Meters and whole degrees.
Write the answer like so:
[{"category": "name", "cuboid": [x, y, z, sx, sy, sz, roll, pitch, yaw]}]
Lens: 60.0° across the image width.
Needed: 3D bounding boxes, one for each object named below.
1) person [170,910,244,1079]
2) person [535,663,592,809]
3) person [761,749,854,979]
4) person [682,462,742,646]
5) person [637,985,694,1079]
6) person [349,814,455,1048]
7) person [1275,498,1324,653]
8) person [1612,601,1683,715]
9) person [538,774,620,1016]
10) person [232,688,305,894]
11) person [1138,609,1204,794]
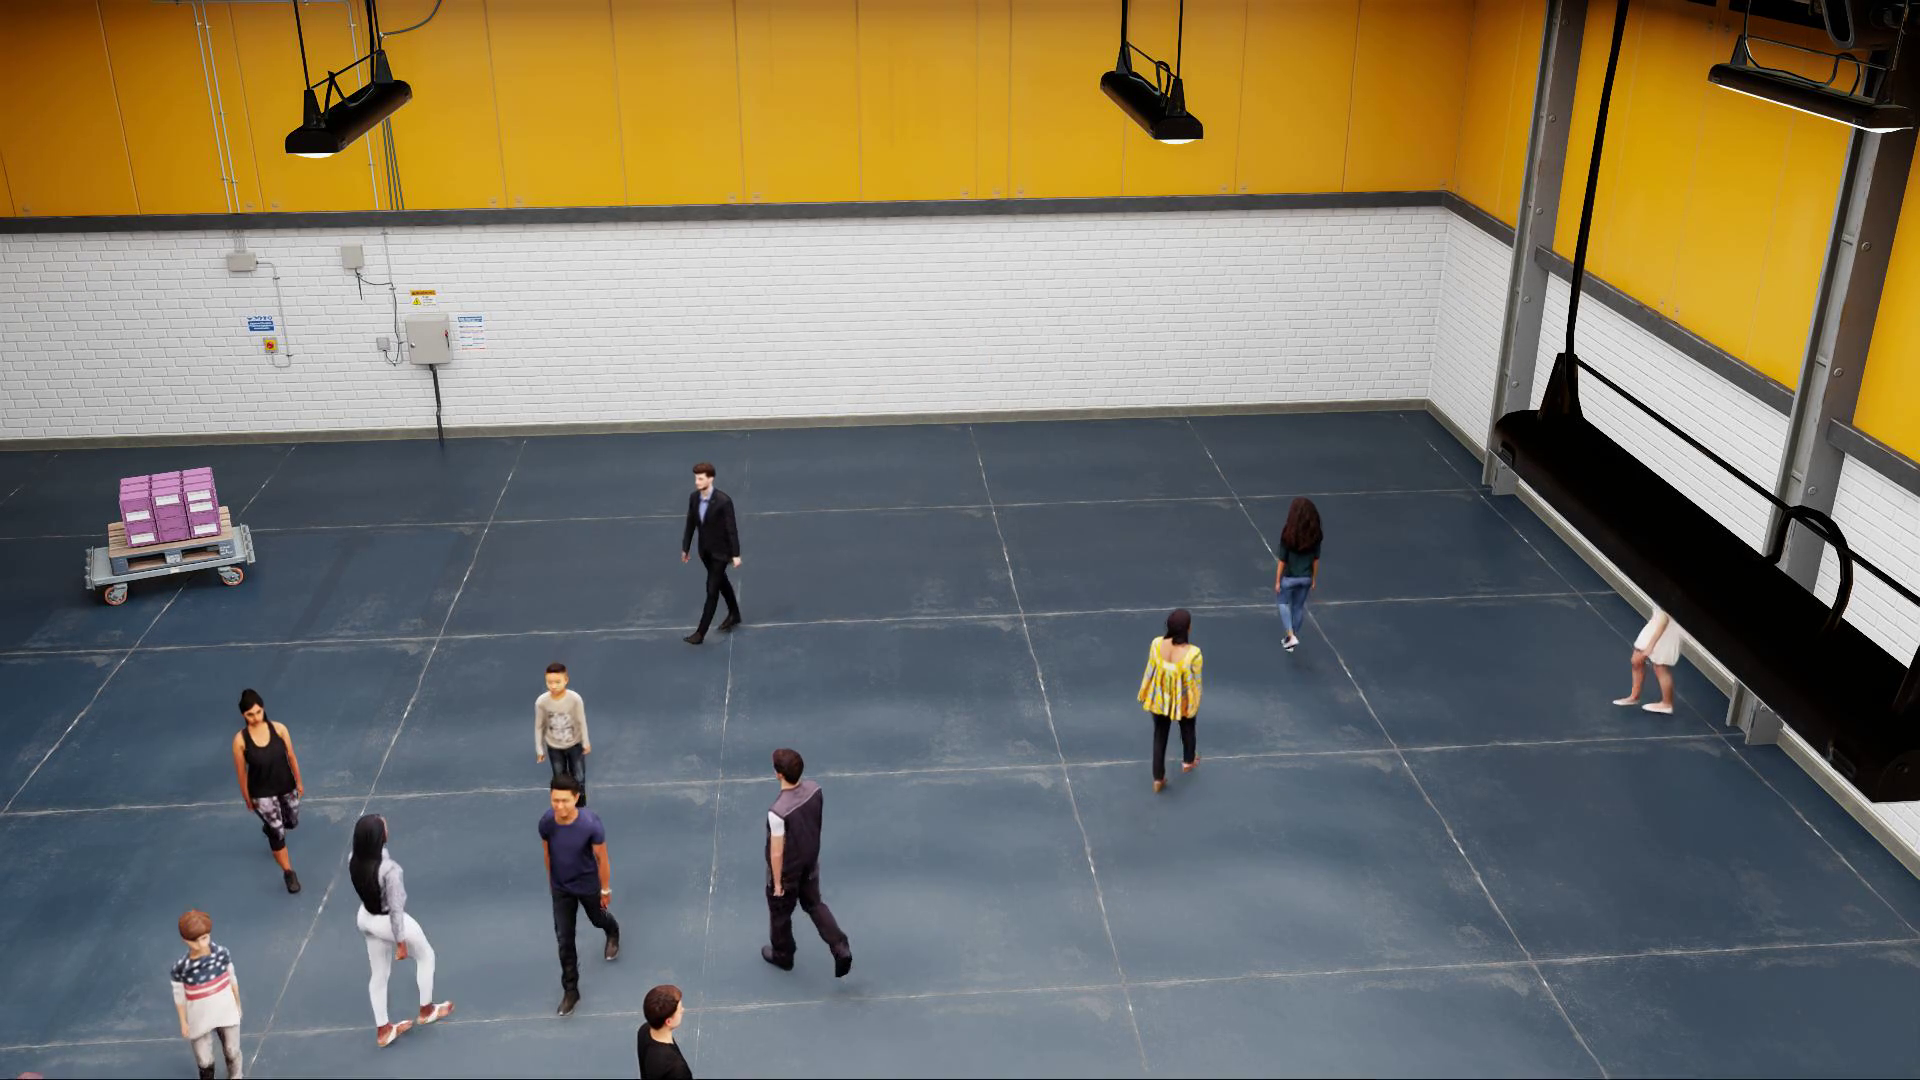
[{"category": "person", "cuboid": [-4.779, 2.954, 10.566, 0.711, 1.434, 0.807, -16, 28, -32]}, {"category": "person", "cuboid": [-3.218, 1.633, 13.565, 0.579, 1.453, 0.554, -3, 24, -7]}, {"category": "person", "cuboid": [-1.086, 2.282, 11.605, 1.105, 1.833, 1.037, 18, 30, 36]}, {"category": "person", "cuboid": [-2.390, 0.086, 16.611, 1.167, 1.848, 1.249, 17, 29, 33]}, {"category": "person", "cuboid": [-1.638, 3.275, 9.300, 0.797, 1.860, 0.672, -13, 27, -28]}, {"category": "person", "cuboid": [-3.867, 2.617, 10.997, 0.843, 1.707, 0.916, 15, 28, 30]}, {"category": "person", "cuboid": [3.297, 0.389, 16.217, 0.590, 1.607, 0.692, -2, 24, -5]}, {"category": "person", "cuboid": [6.406, 0.872, 15.053, 0.772, 1.655, 0.754, 7, 25, 16]}, {"category": "person", "cuboid": [-2.622, 2.341, 11.567, 0.841, 1.756, 1.205, 3, 24, 6]}, {"category": "person", "cuboid": [-5.303, 1.874, 12.769, 0.902, 1.648, 1.010, -20, 30, -37]}, {"category": "person", "cuboid": [1.750, 1.379, 13.920, 0.930, 1.634, 1.024, 11, 26, 23]}]
